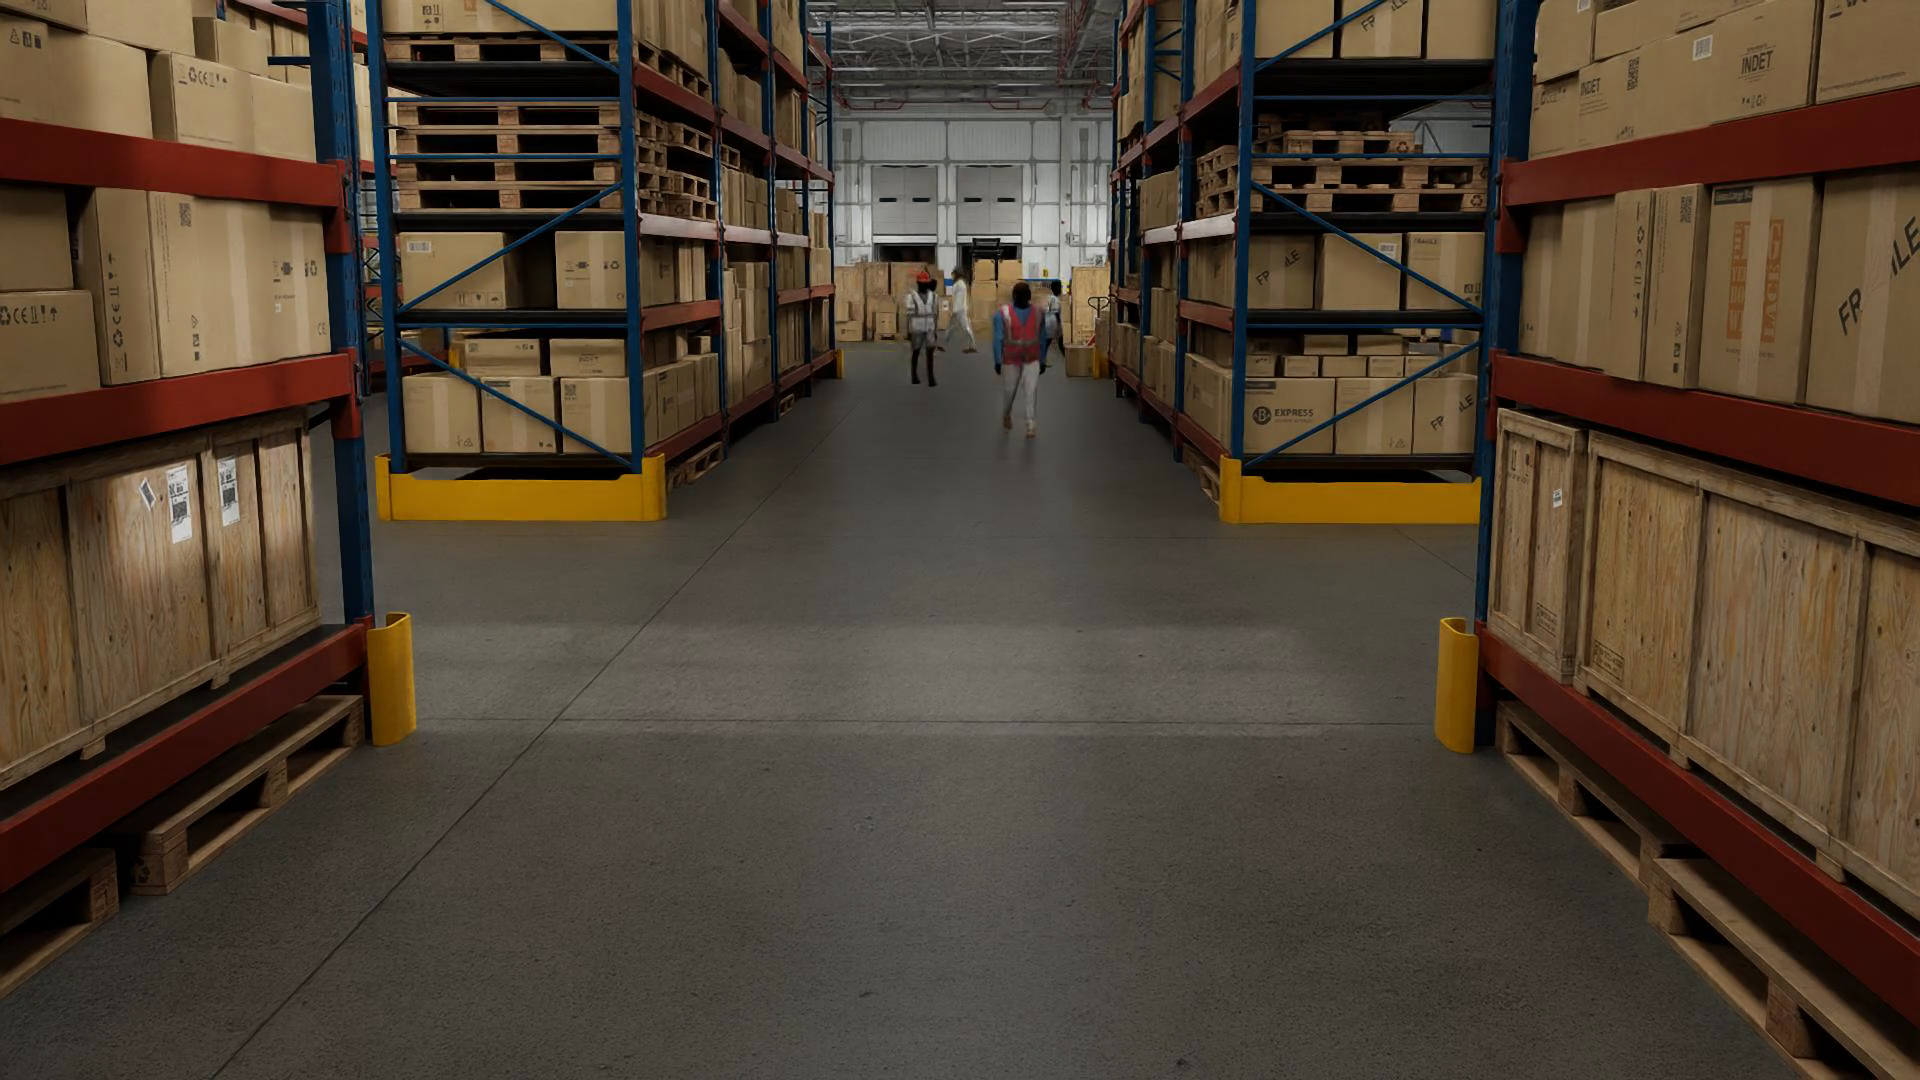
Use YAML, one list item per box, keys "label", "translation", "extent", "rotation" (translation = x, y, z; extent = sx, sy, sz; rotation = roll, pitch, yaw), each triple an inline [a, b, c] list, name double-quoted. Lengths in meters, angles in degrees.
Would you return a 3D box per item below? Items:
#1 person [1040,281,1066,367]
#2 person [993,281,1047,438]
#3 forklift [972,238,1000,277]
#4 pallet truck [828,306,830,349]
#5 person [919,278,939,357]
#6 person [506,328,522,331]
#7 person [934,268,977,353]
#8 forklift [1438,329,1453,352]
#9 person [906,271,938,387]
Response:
- label: "person"
  translation: [1.922, -4.170, 32.173]
  extent: [0.847, 1.650, 0.554]
  rotation: [0, 9, 2]
- label: "person"
  translation: [0.693, -2.125, 19.499]
  extent: [0.635, 1.821, 0.776]
  rotation: [-1, 10, -8]
- label: "forklift"
  translation: [0.870, -8.589, 55.008]
  extent: [1.129, 2.768, 1.873]
  rotation: [0, 9, 1]
- label: "pallet truck"
  translation: [-3.100, -3.940, 29.800]
  extent: [1.885, 1.965, 0.823]
  rotation: [3, 10, 19]
- label: "person"
  translation: [-0.669, -4.742, 35.532]
  extent: [0.409, 1.679, 0.557]
  rotation: [-9, 13, -44]
- label: "person"
  translation: [-8.877, -4.417, 32.856]
  extent: [1.051, 1.936, 0.631]
  rotation: [-6, 11, -33]
- label: "person"
  translation: [-0.088, -5.109, 37.150]
  extent: [1.025, 1.885, 0.633]
  rotation: [-3, 10, -18]
- label: "forklift"
  translation: [11.277, -5.456, 36.242]
  extent: [1.129, 2.768, 1.873]
  rotation: [0, 9, -2]
- label: "person"
  translation: [-0.636, -3.479, 27.382]
  extent: [0.562, 1.893, 0.998]
  rotation: [-3, 10, -18]
